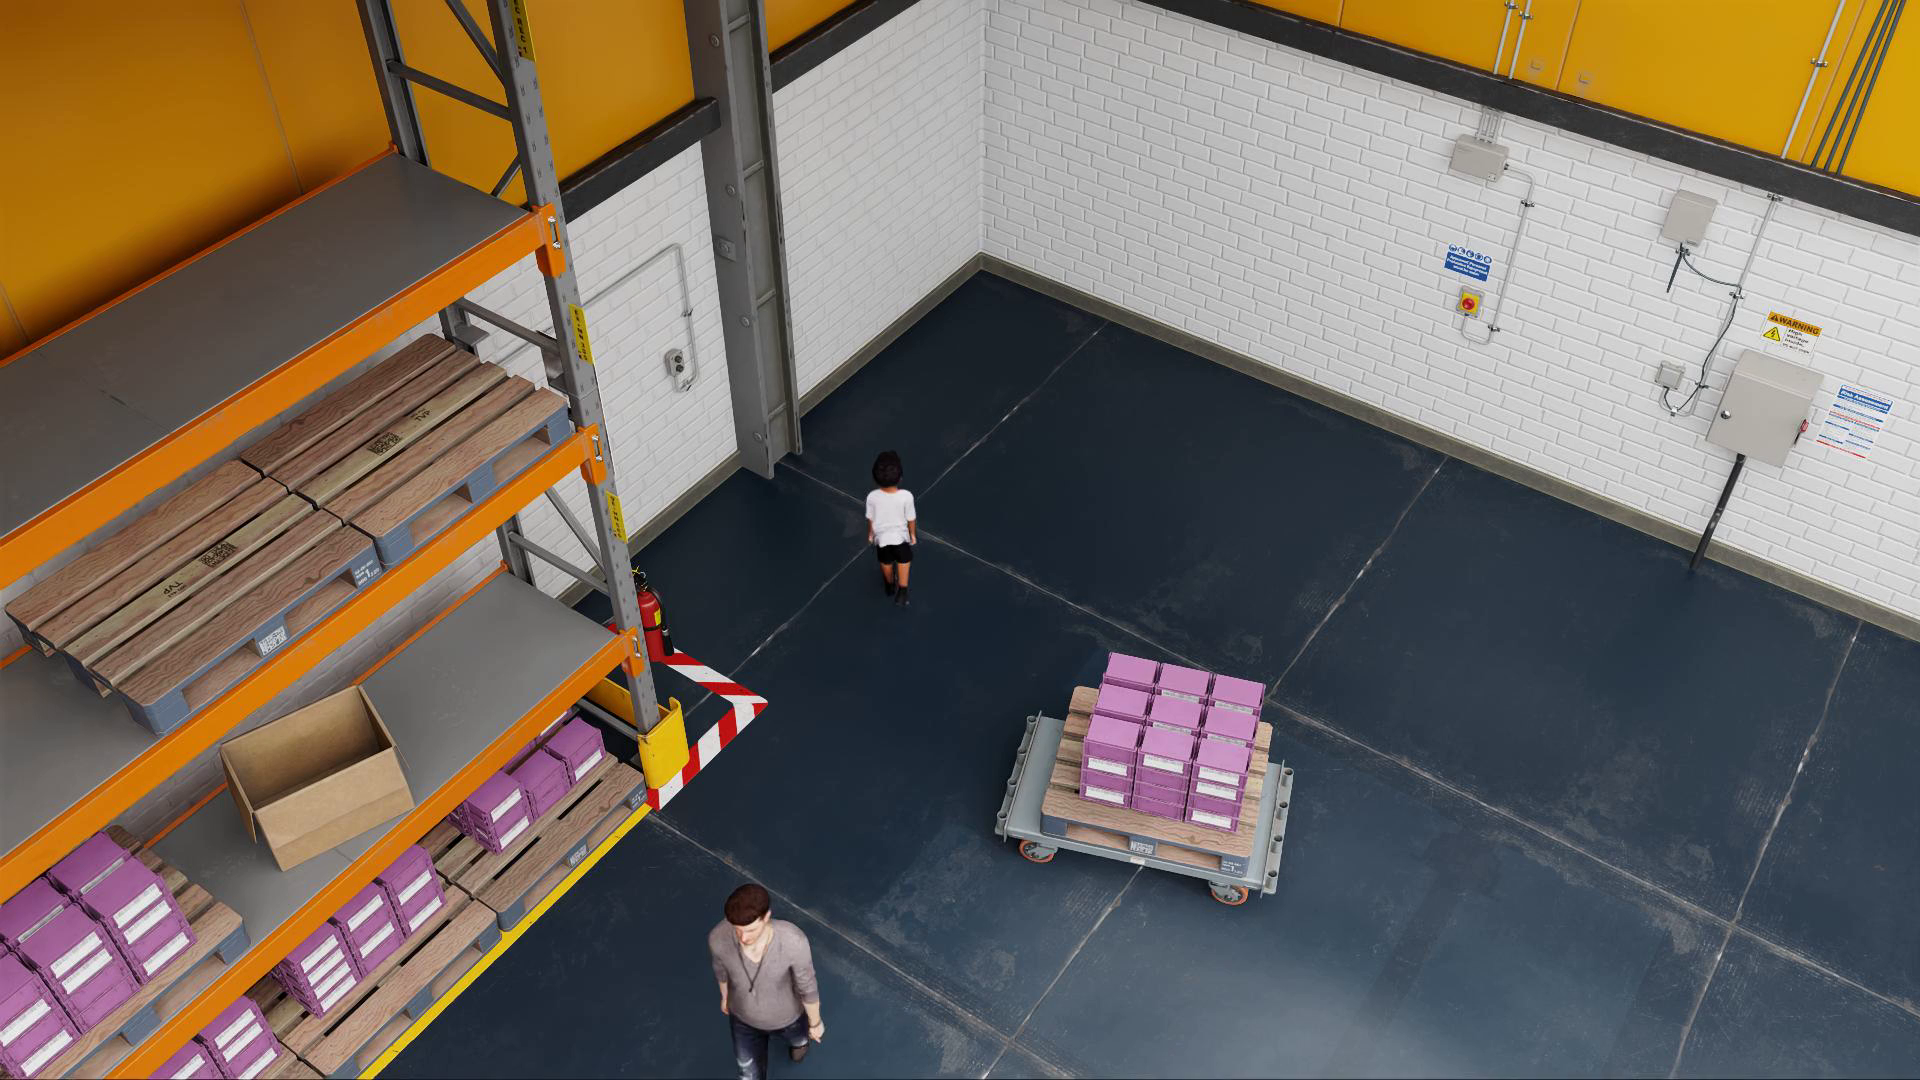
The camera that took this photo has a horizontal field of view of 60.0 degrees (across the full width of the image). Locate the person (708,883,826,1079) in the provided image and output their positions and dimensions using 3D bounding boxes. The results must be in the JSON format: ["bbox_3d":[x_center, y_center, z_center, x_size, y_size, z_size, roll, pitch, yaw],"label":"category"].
[{"bbox_3d":[-0.915,2.236,8.207,1.058,1.877,1.295,5,44,5],"label":"person"}]

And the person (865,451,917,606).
[{"bbox_3d":[-0.461,-0.028,11.038,0.678,1.249,0.759,-1,44,-1],"label":"person"}]
